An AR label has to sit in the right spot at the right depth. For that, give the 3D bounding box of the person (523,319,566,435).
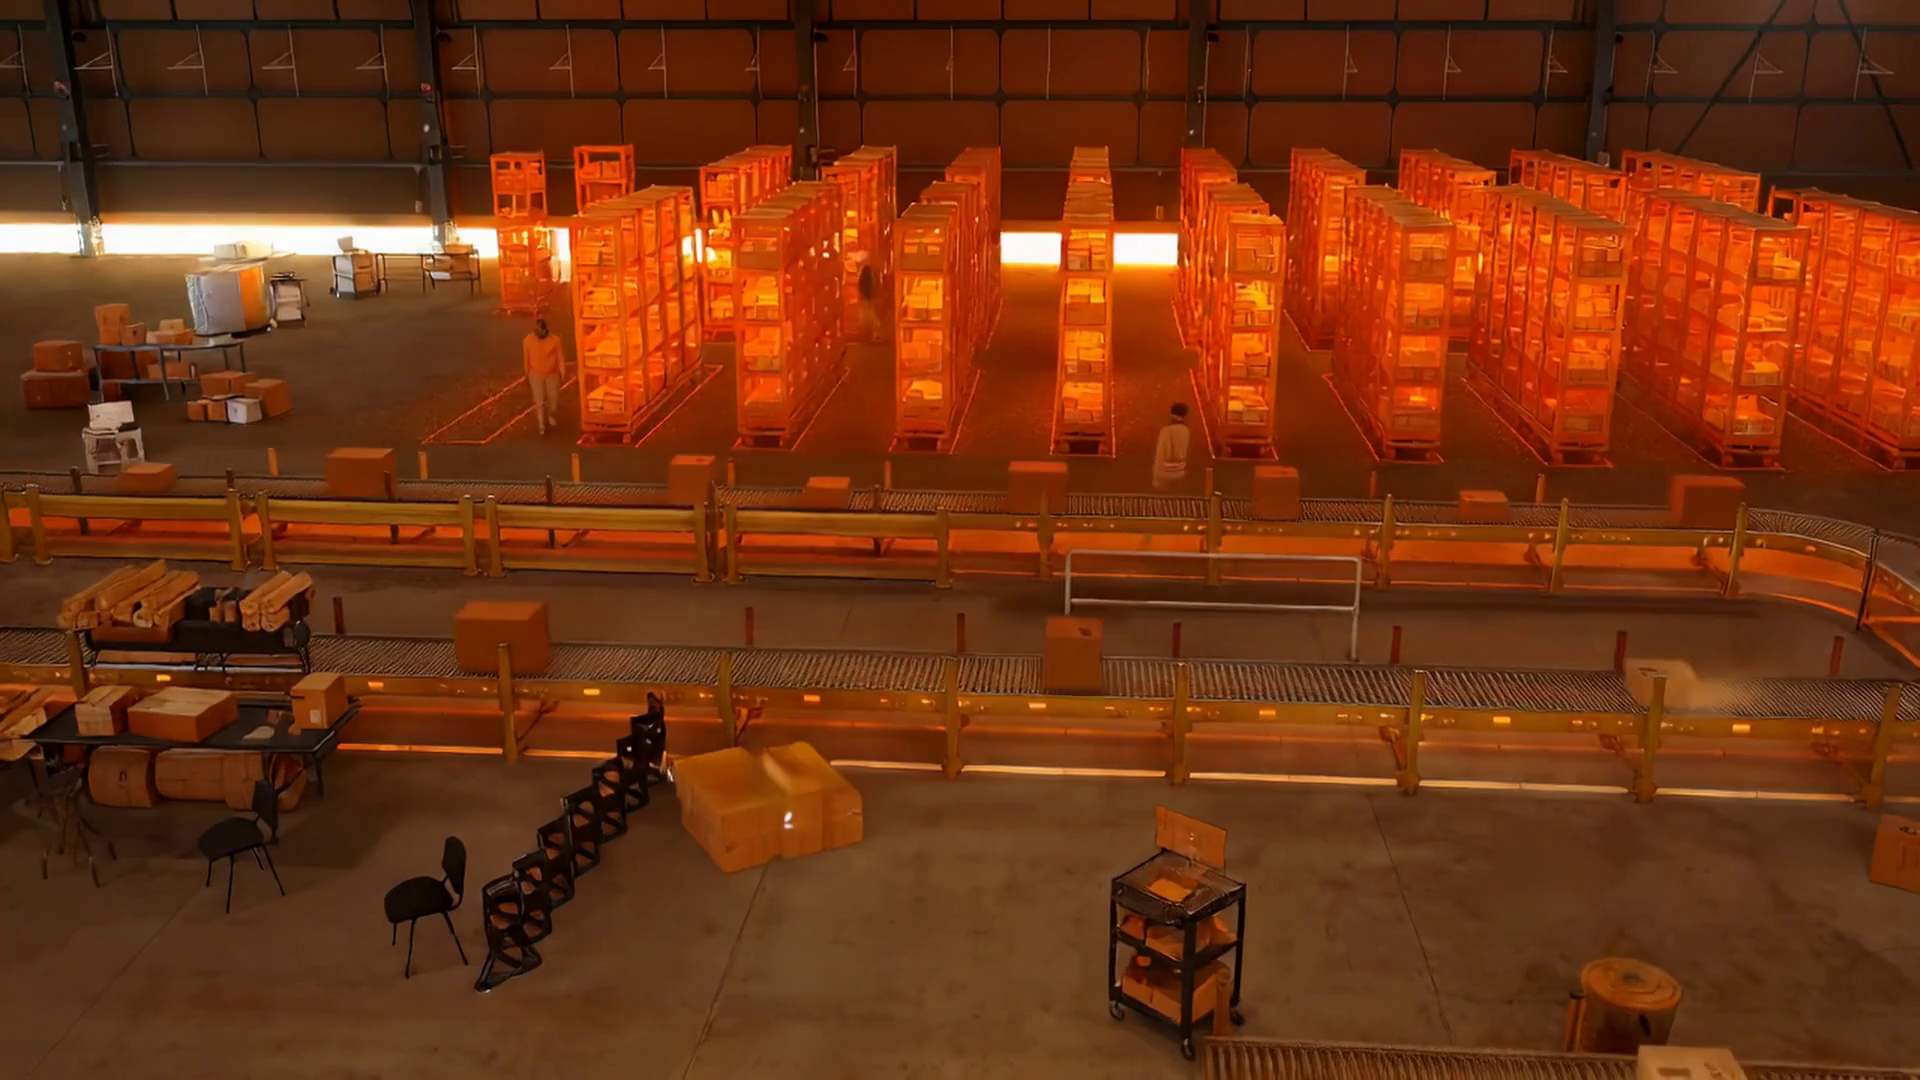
[{"bbox_3d":[-6.759,-2.708,27.134,0.663,1.855,1.007,-4,18,-14],"label":"person"}]

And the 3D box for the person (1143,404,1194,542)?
[{"bbox_3d":[2.688,-0.862,21.409,0.675,1.771,0.404,-15,23,-40],"label":"person"}]

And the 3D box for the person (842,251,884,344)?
[{"bbox_3d":[-2.019,-4.968,34.166,0.984,1.924,0.682,-2,18,-7],"label":"person"}]
